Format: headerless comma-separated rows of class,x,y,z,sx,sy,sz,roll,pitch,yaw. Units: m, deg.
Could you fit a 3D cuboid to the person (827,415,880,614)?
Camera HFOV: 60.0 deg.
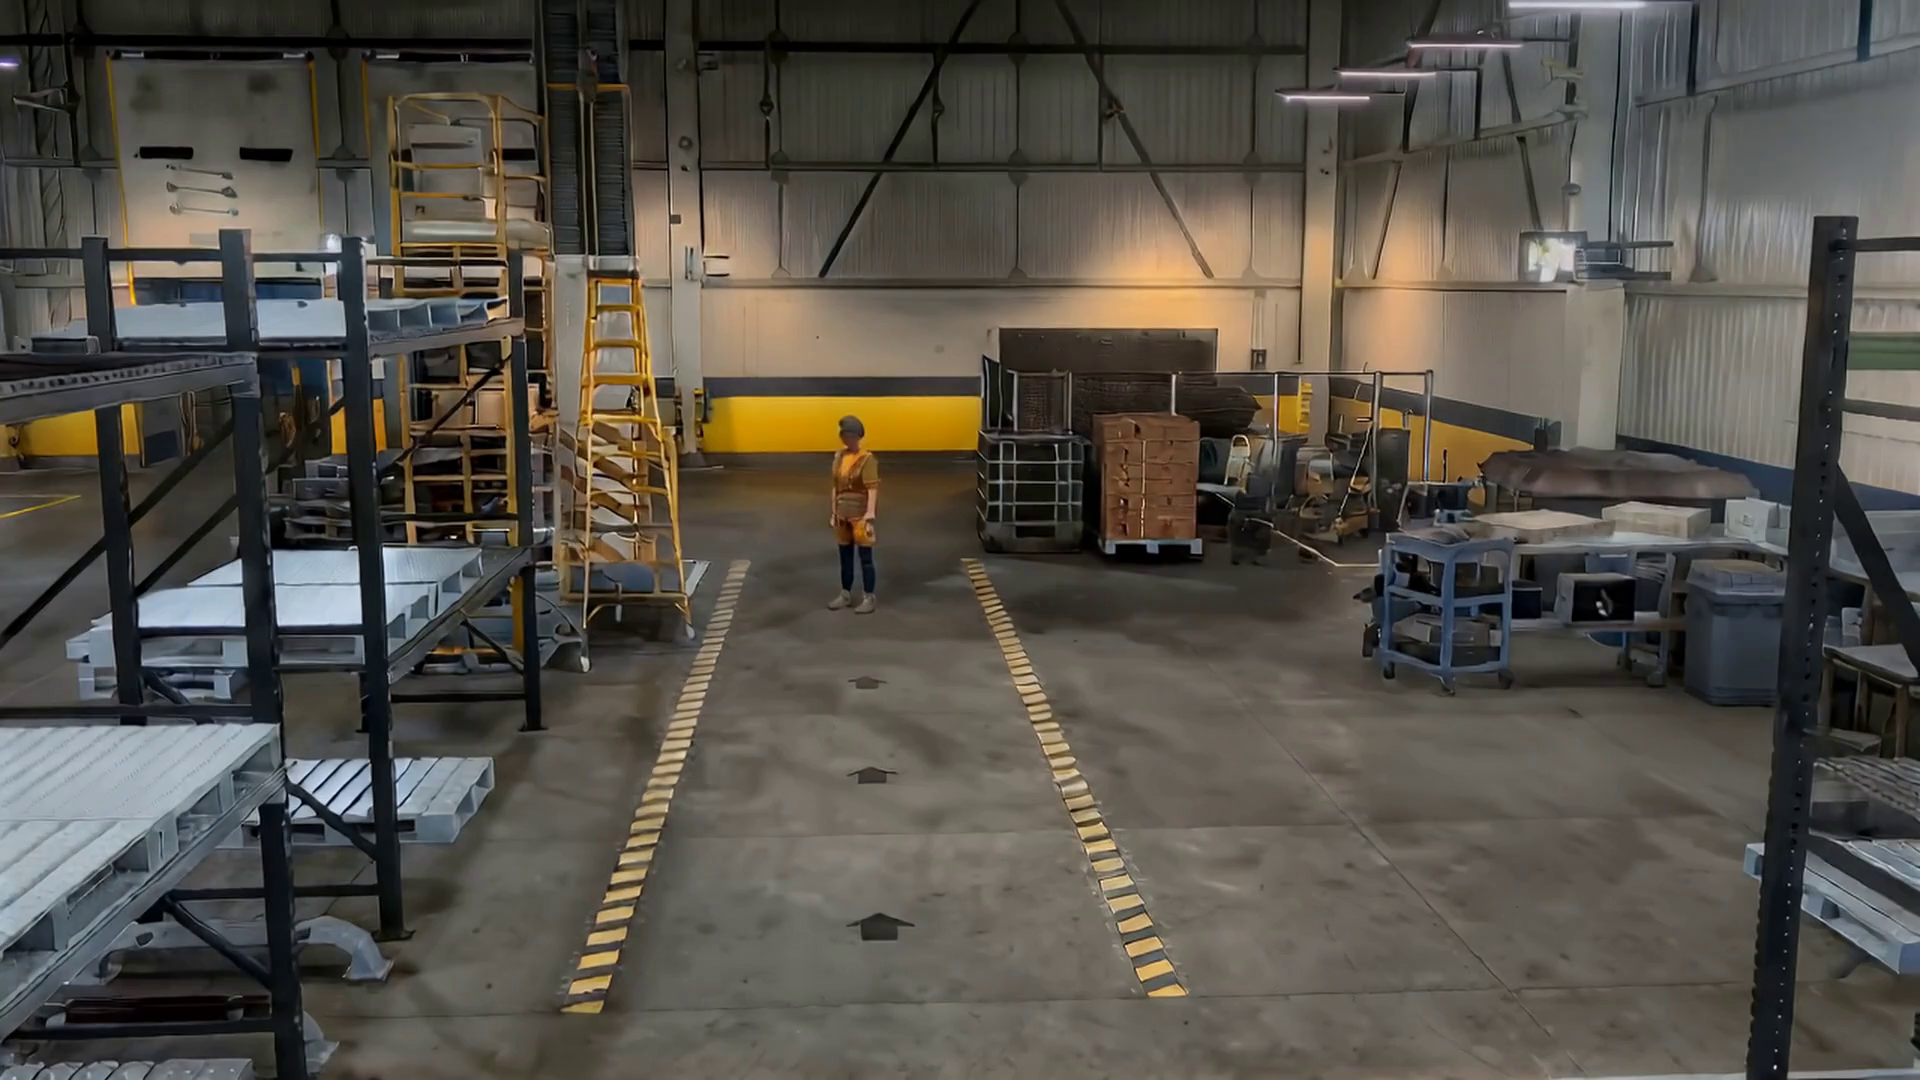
person,-0.915,-0.217,14.199,0.539,1.696,0.317,8,12,41

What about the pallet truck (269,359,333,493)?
pallet truck,-7.062,-1.131,18.996,1.885,1.965,0.823,2,9,13
